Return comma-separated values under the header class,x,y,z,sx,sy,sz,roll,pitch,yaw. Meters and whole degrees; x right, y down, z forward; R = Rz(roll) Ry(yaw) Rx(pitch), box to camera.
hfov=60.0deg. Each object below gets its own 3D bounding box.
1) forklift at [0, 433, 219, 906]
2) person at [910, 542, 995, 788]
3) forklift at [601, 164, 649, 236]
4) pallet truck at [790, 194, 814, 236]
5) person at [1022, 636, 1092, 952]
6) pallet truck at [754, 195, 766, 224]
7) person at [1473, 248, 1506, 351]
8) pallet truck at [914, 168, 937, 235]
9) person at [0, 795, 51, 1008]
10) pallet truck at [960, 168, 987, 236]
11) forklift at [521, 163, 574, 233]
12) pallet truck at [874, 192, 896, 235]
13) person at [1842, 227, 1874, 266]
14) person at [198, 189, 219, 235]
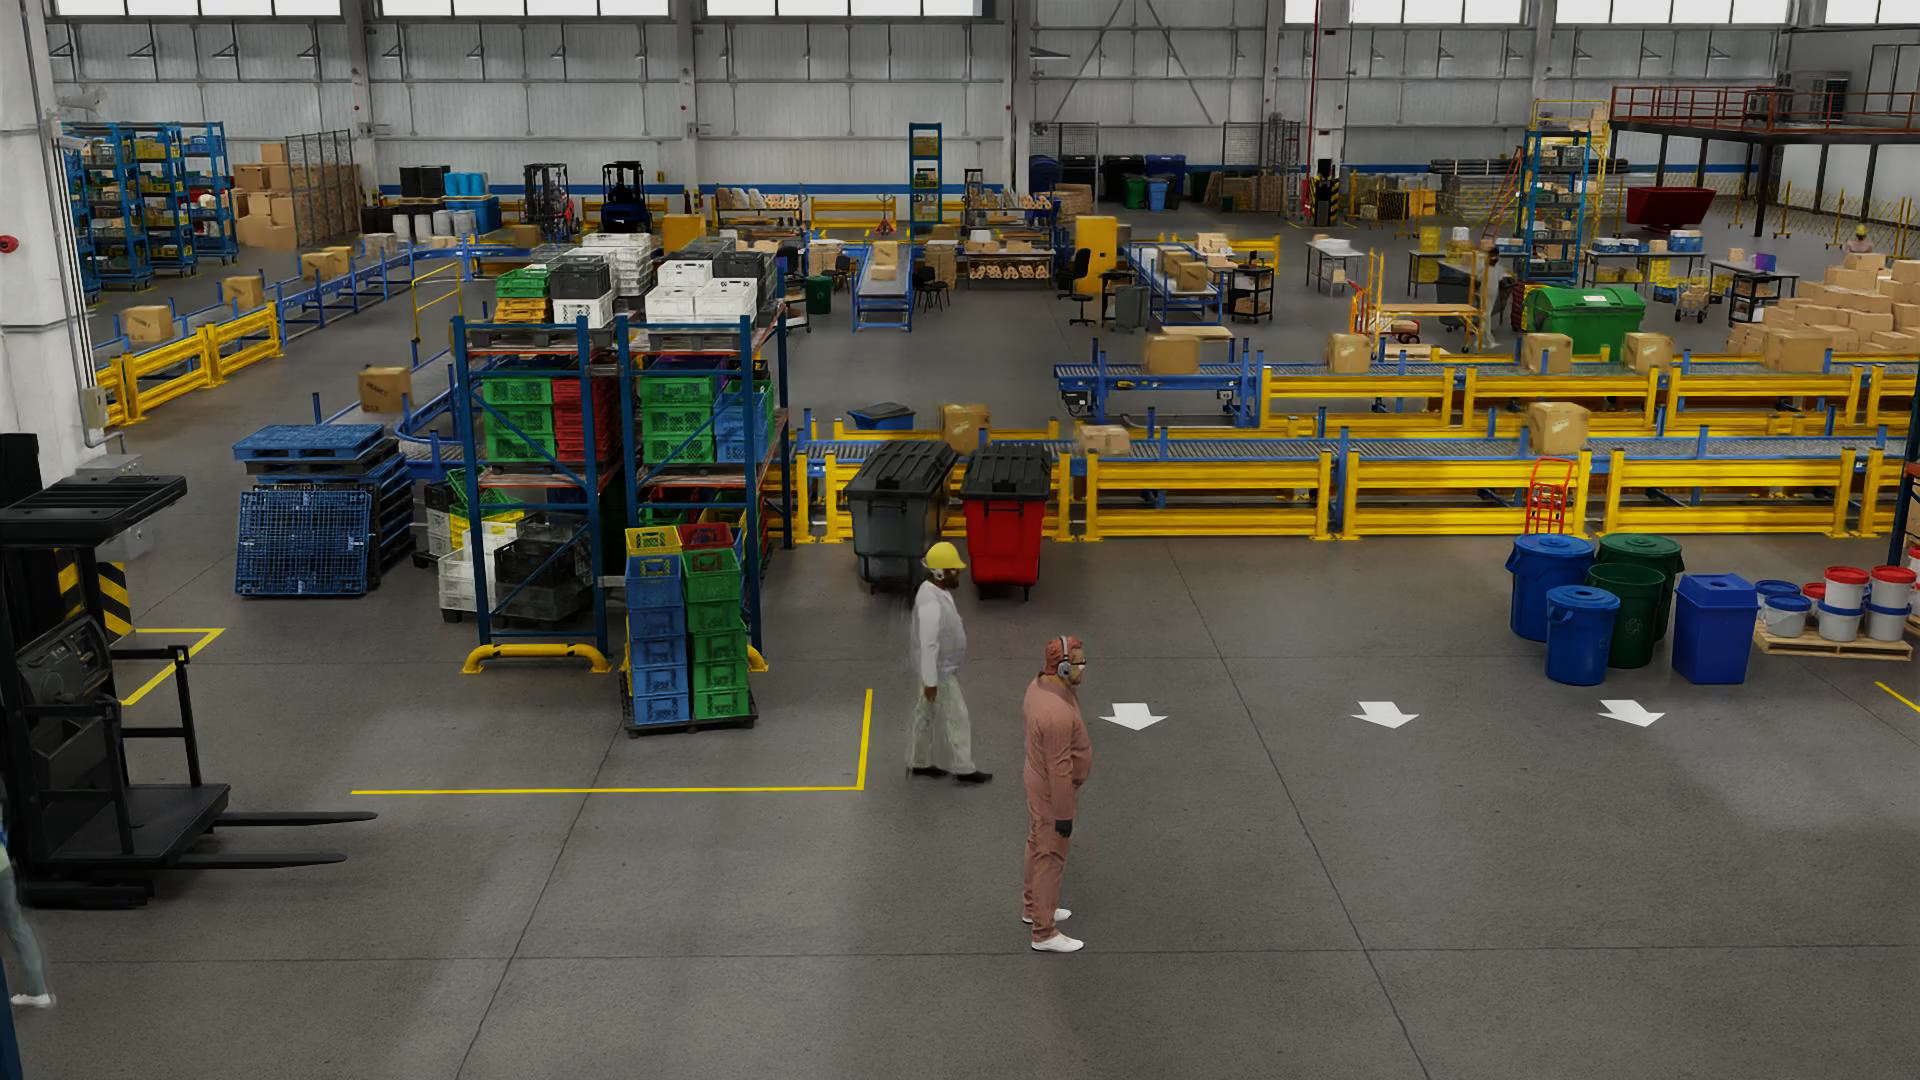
class,x,y,z,sx,sy,sz,roll,pitch,yaw
forklift,-5.952,0.780,10.366,1.873,2.768,1.129,0,16,-1
person,-0.029,0.890,11.879,0.732,1.809,0.620,0,16,0
forklift,-9.948,-10.127,49.296,1.157,1.987,2.680,-1,16,-3
pallet truck,-4.814,-9.883,50.259,0.704,1.261,1.522,-1,16,-3
person,0.573,1.467,9.737,0.394,1.899,0.641,-2,16,-7
pallet truck,-6.051,-9.967,50.660,0.680,1.201,1.601,0,16,-1
person,9.617,-4.331,29.992,0.554,1.830,0.913,-5,17,-17
pallet truck,-0.989,-10.316,50.507,0.823,1.965,1.885,1,16,3
person,-5.411,1.821,9.032,0.814,1.595,0.521,3,16,10
pallet truck,0.383,-10.230,50.206,0.823,1.965,1.885,-1,16,-3
forklift,-12.233,-10.122,49.298,1.157,1.987,2.680,0,16,-1
pallet truck,-2.277,-9.986,50.594,0.653,1.274,1.630,0,16,-1
person,18.997,-5.776,35.230,0.522,1.718,0.954,11,20,34
person,-20.706,-8.918,45.964,0.585,1.823,0.404,4,17,15
